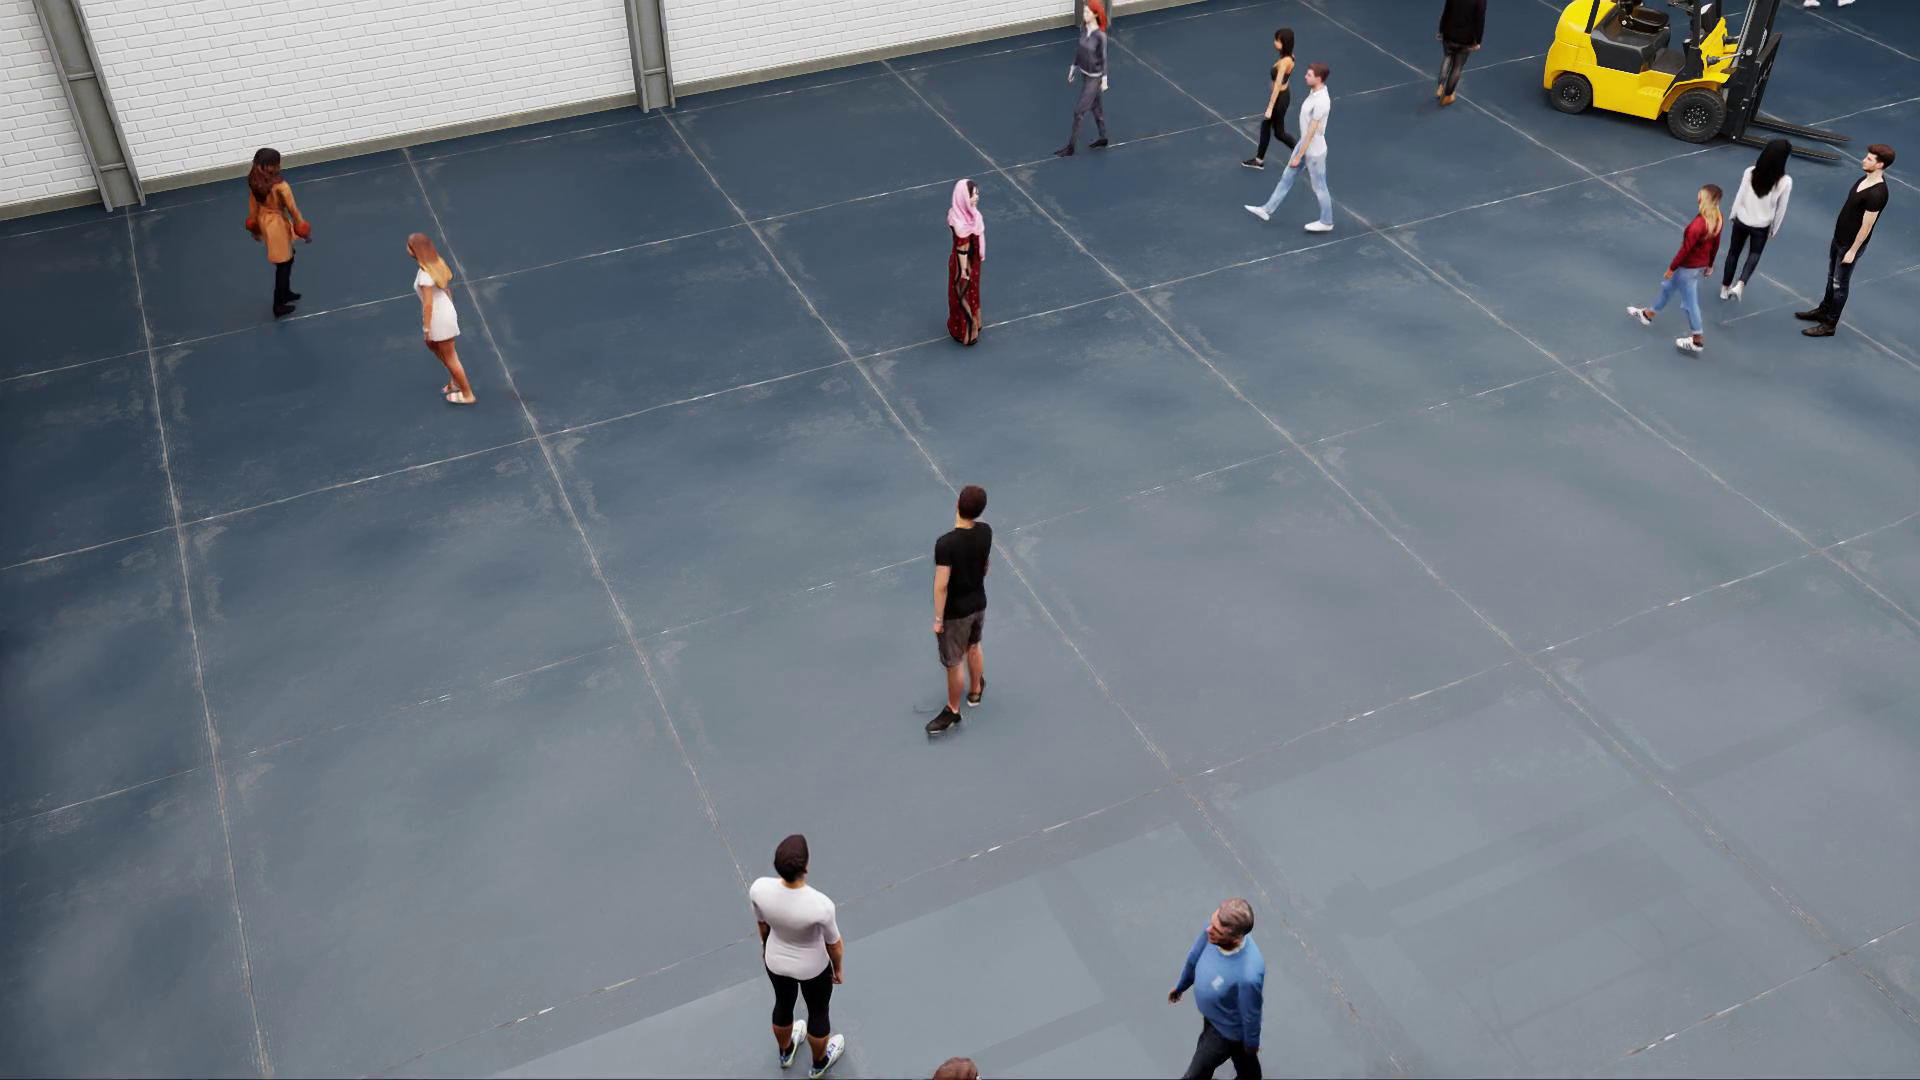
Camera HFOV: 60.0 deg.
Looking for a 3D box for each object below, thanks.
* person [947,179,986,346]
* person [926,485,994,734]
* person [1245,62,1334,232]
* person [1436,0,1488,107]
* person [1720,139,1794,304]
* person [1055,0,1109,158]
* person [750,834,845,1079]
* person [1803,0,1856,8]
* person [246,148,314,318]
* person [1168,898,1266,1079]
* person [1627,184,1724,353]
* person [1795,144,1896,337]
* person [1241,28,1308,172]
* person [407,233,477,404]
[{"bbox_3d":[0.048,-2.609,15.500,0.789,1.639,0.761,6,39,8],"label":"person"},{"bbox_3d":[-0.003,0.501,11.458,0.992,1.823,0.695,21,43,24],"label":"person"},{"bbox_3d":[3.709,-3.985,17.093,1.248,1.801,0.983,0,39,0],"label":"person"},{"bbox_3d":[5.857,-5.948,19.620,0.757,1.716,0.727,28,47,31],"label":"person"},{"bbox_3d":[7.599,-3.021,15.976,0.816,1.688,0.890,20,43,24],"label":"person"},{"bbox_3d":[1.546,-5.190,18.649,0.985,1.741,0.648,-19,43,-23],"label":"person"},{"bbox_3d":[-0.900,2.311,9.172,0.725,1.848,0.795,11,40,13],"label":"person"},{"bbox_3d":[11.643,-7.891,22.059,0.998,1.708,0.655,-14,41,-17],"label":"person"},{"bbox_3d":[-6.537,-2.894,15.819,0.896,1.686,0.945,12,40,14],"label":"person"},{"bbox_3d":[1.511,2.520,8.970,1.124,1.773,0.788,-8,39,-10],"label":"person"},{"bbox_3d":[6.819,-2.482,15.383,1.085,1.587,0.869,-28,46,-30],"label":"person"},{"bbox_3d":[8.327,-2.800,15.532,0.787,1.897,0.766,7,39,9],"label":"person"},{"bbox_3d":[3.573,-4.772,18.224,1.078,1.620,0.940,8,39,10],"label":"person"},{"bbox_3d":[-4.481,-1.933,14.618,0.753,1.683,0.715,1,39,1],"label":"person"}]
